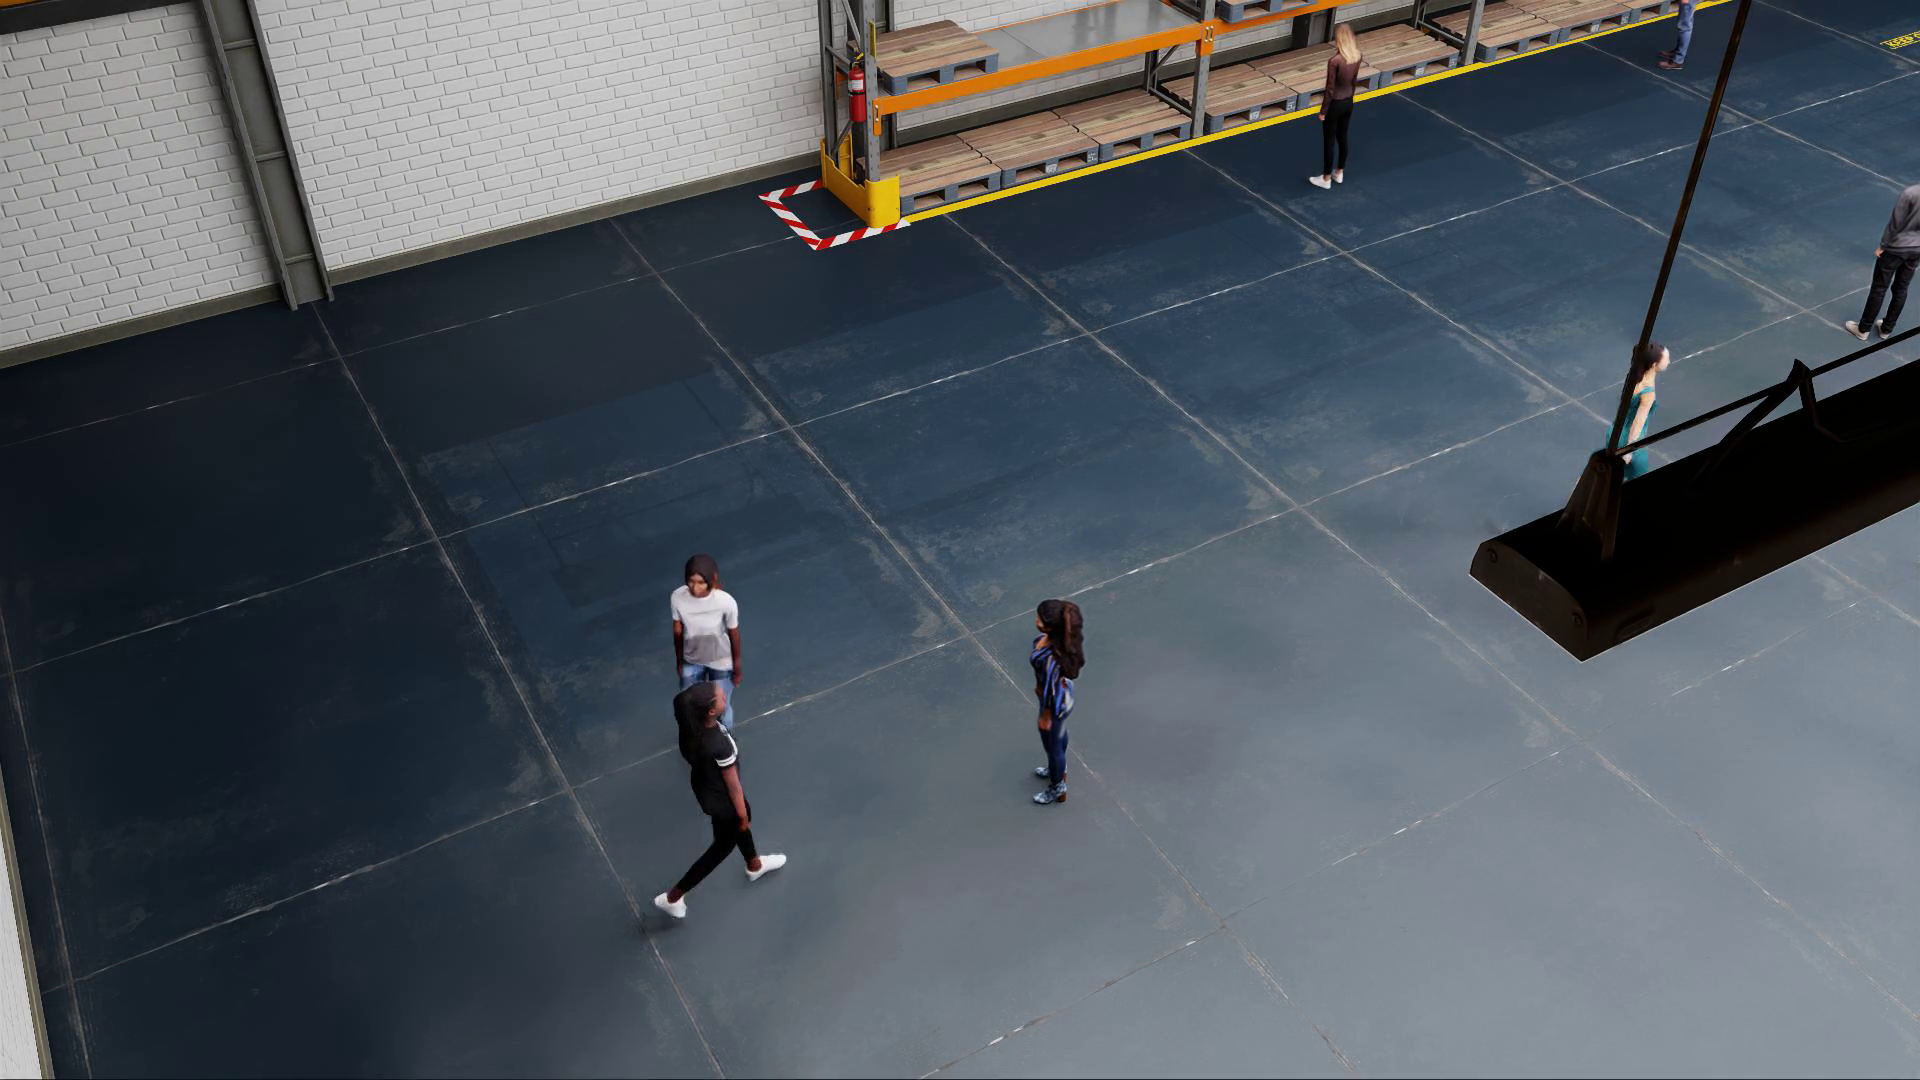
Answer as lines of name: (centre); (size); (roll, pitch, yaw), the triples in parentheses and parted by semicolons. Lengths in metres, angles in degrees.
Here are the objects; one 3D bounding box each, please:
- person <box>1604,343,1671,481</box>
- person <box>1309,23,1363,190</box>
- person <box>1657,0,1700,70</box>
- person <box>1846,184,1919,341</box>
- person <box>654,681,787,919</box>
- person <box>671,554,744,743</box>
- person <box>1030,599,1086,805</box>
person: (4.860, -0.724, 12.350); (1.057, 1.653, 0.897); (2, 39, 2)
person: (3.851, -4.418, 16.935); (0.475, 1.702, 0.685); (-26, 45, -29)
person: (8.526, -6.424, 19.325); (0.783, 1.855, 0.677); (16, 41, 19)
person: (8.269, -2.560, 14.562); (0.645, 1.761, 0.760); (0, 39, -1)
person: (-1.448, 1.499, 9.526); (1.110, 1.703, 0.658); (-23, 44, -26)
person: (-1.560, 0.723, 10.485); (0.734, 1.718, 0.800); (6, 39, 8)
person: (0.575, 0.985, 10.238); (0.740, 1.617, 0.693); (7, 39, 8)
